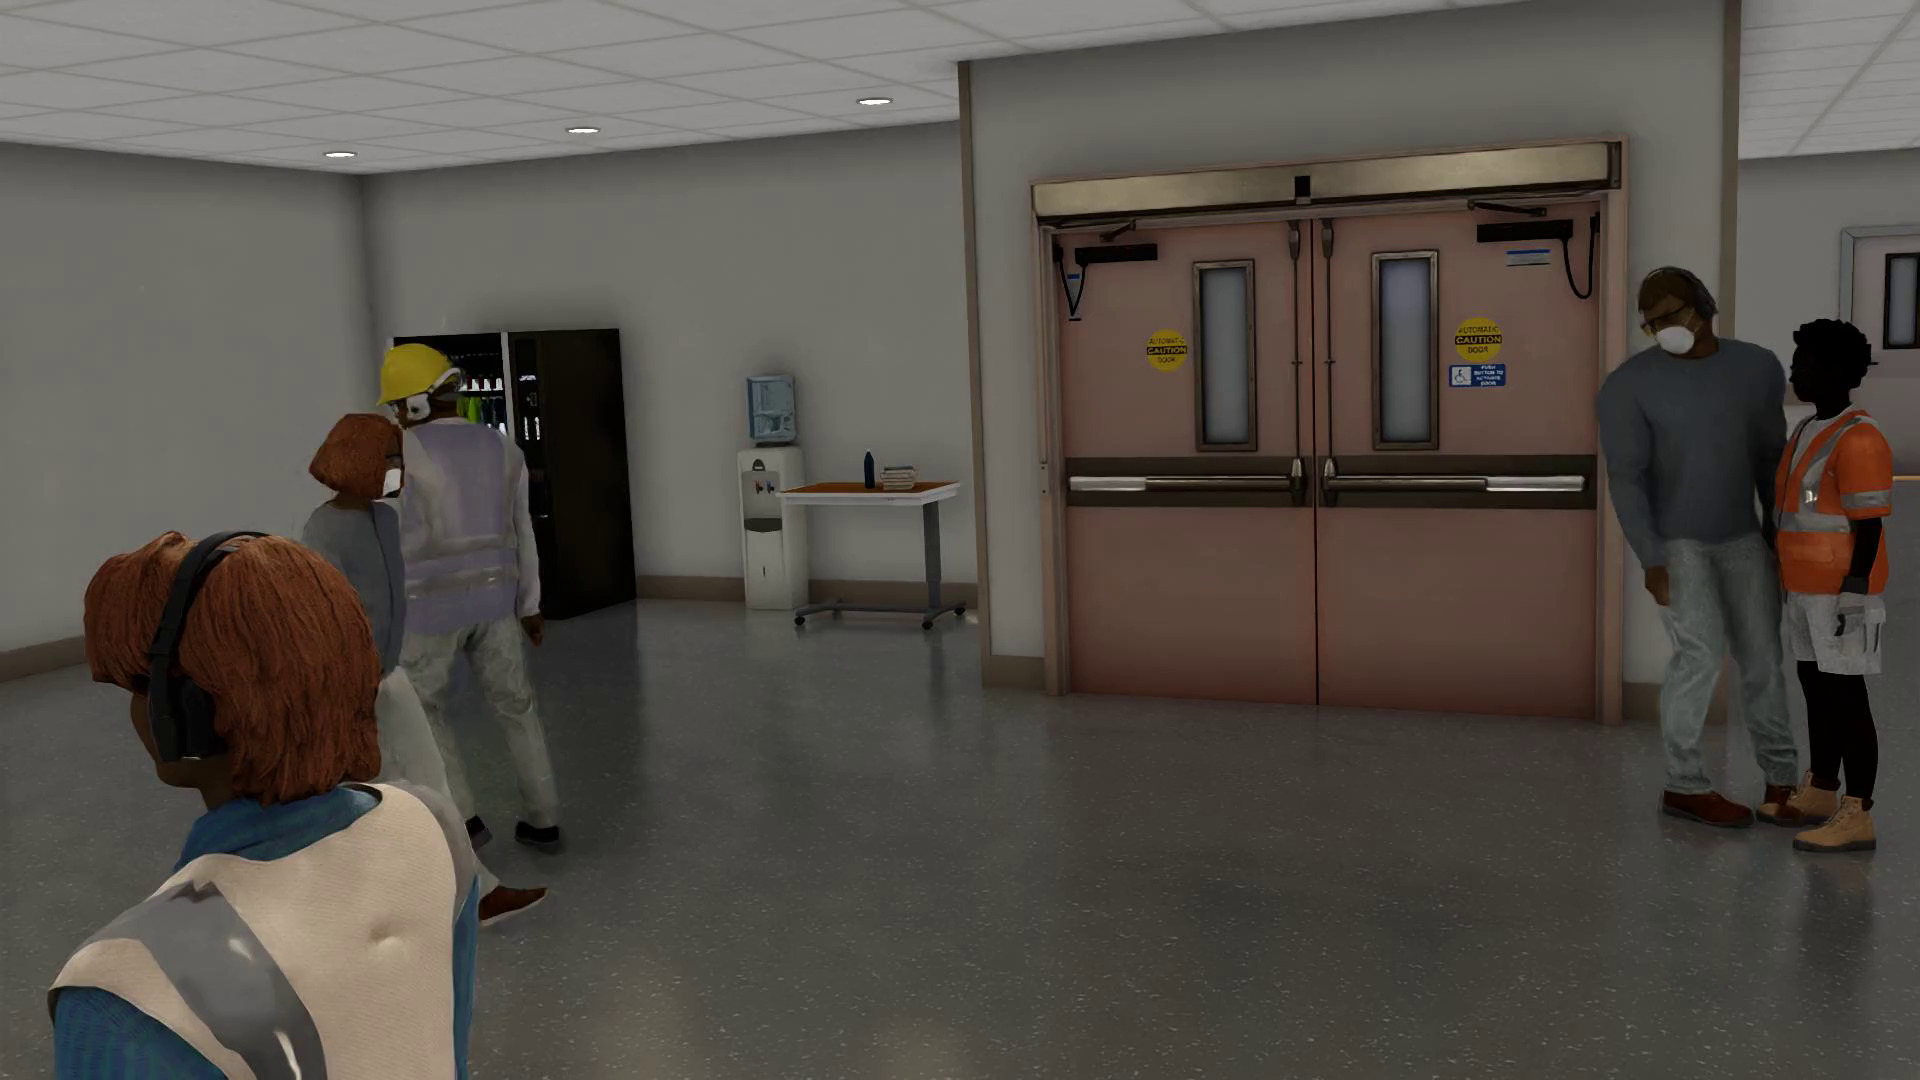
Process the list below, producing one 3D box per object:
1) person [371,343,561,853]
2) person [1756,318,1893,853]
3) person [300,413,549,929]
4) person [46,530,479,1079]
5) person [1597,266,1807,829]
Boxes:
[{"bbox_3d":[-1.720,0.226,5.697,0.476,1.792,0.640,4,10,40],"label":"person"},{"bbox_3d":[2.779,0.142,5.336,0.315,1.695,0.541,-1,7,7],"label":"person"},{"bbox_3d":[-1.686,0.427,4.919,0.845,1.586,0.535,-1,8,11],"label":"person"},{"bbox_3d":[-0.578,0.802,1.516,0.309,1.641,0.514,-1,8,11],"label":"person"},{"bbox_3d":[2.494,0.031,5.595,0.690,1.886,0.409,-3,7,-6],"label":"person"}]
